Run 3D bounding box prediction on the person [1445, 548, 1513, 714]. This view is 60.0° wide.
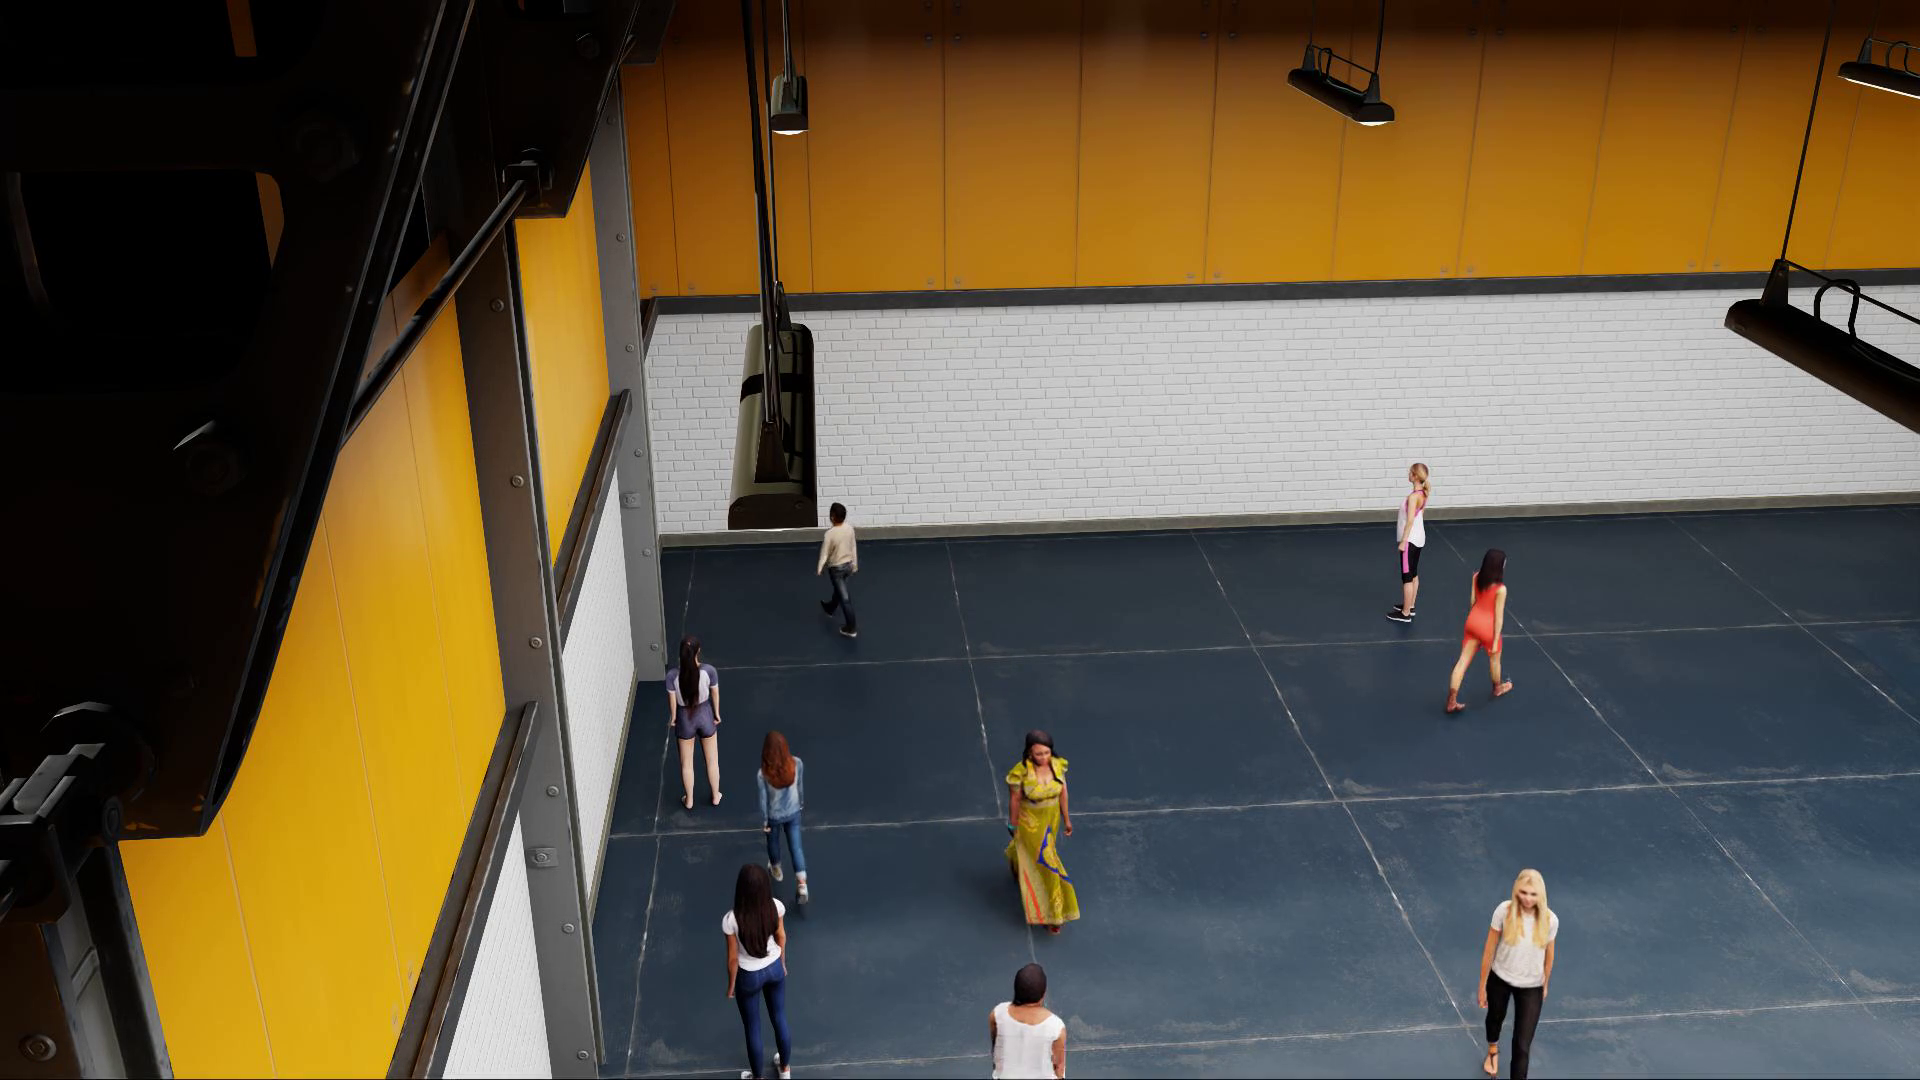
[{"bbox_3d":[4.932,0.903,15.903,1.043,1.667,1.139,-16,28,-32],"label":"person"}]

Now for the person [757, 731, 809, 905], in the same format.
[{"bbox_3d":[-1.379,2.201,13.200,0.756,1.455,1.026,-10,25,-21],"label":"person"}]

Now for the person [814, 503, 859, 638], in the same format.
[{"bbox_3d":[-1.214,0.337,17.488,0.925,1.435,1.038,-21,31,-40],"label":"person"}]

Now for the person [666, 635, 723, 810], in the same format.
[{"bbox_3d":[-2.288,1.571,14.397,0.625,1.650,0.564,-6,24,-12],"label":"person"}]

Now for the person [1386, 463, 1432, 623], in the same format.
[{"bbox_3d":[4.840,0.014,17.787,0.745,1.788,0.662,15,28,31],"label":"person"}]

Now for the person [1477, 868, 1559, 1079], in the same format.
[{"bbox_3d":[3.684,2.932,11.126,0.897,1.777,1.246,5,24,12],"label":"person"}]

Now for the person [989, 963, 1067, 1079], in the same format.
[{"bbox_3d":[0.403,3.373,10.251,0.888,1.669,1.002,11,26,23],"label":"person"}]

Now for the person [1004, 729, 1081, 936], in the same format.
[{"bbox_3d":[0.571,2.182,13.038,1.169,1.618,1.428,-15,28,-31],"label":"person"}]

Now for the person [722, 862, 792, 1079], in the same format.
[{"bbox_3d":[-1.340,2.930,11.134,0.667,1.774,0.662,-14,27,-28],"label":"person"}]
